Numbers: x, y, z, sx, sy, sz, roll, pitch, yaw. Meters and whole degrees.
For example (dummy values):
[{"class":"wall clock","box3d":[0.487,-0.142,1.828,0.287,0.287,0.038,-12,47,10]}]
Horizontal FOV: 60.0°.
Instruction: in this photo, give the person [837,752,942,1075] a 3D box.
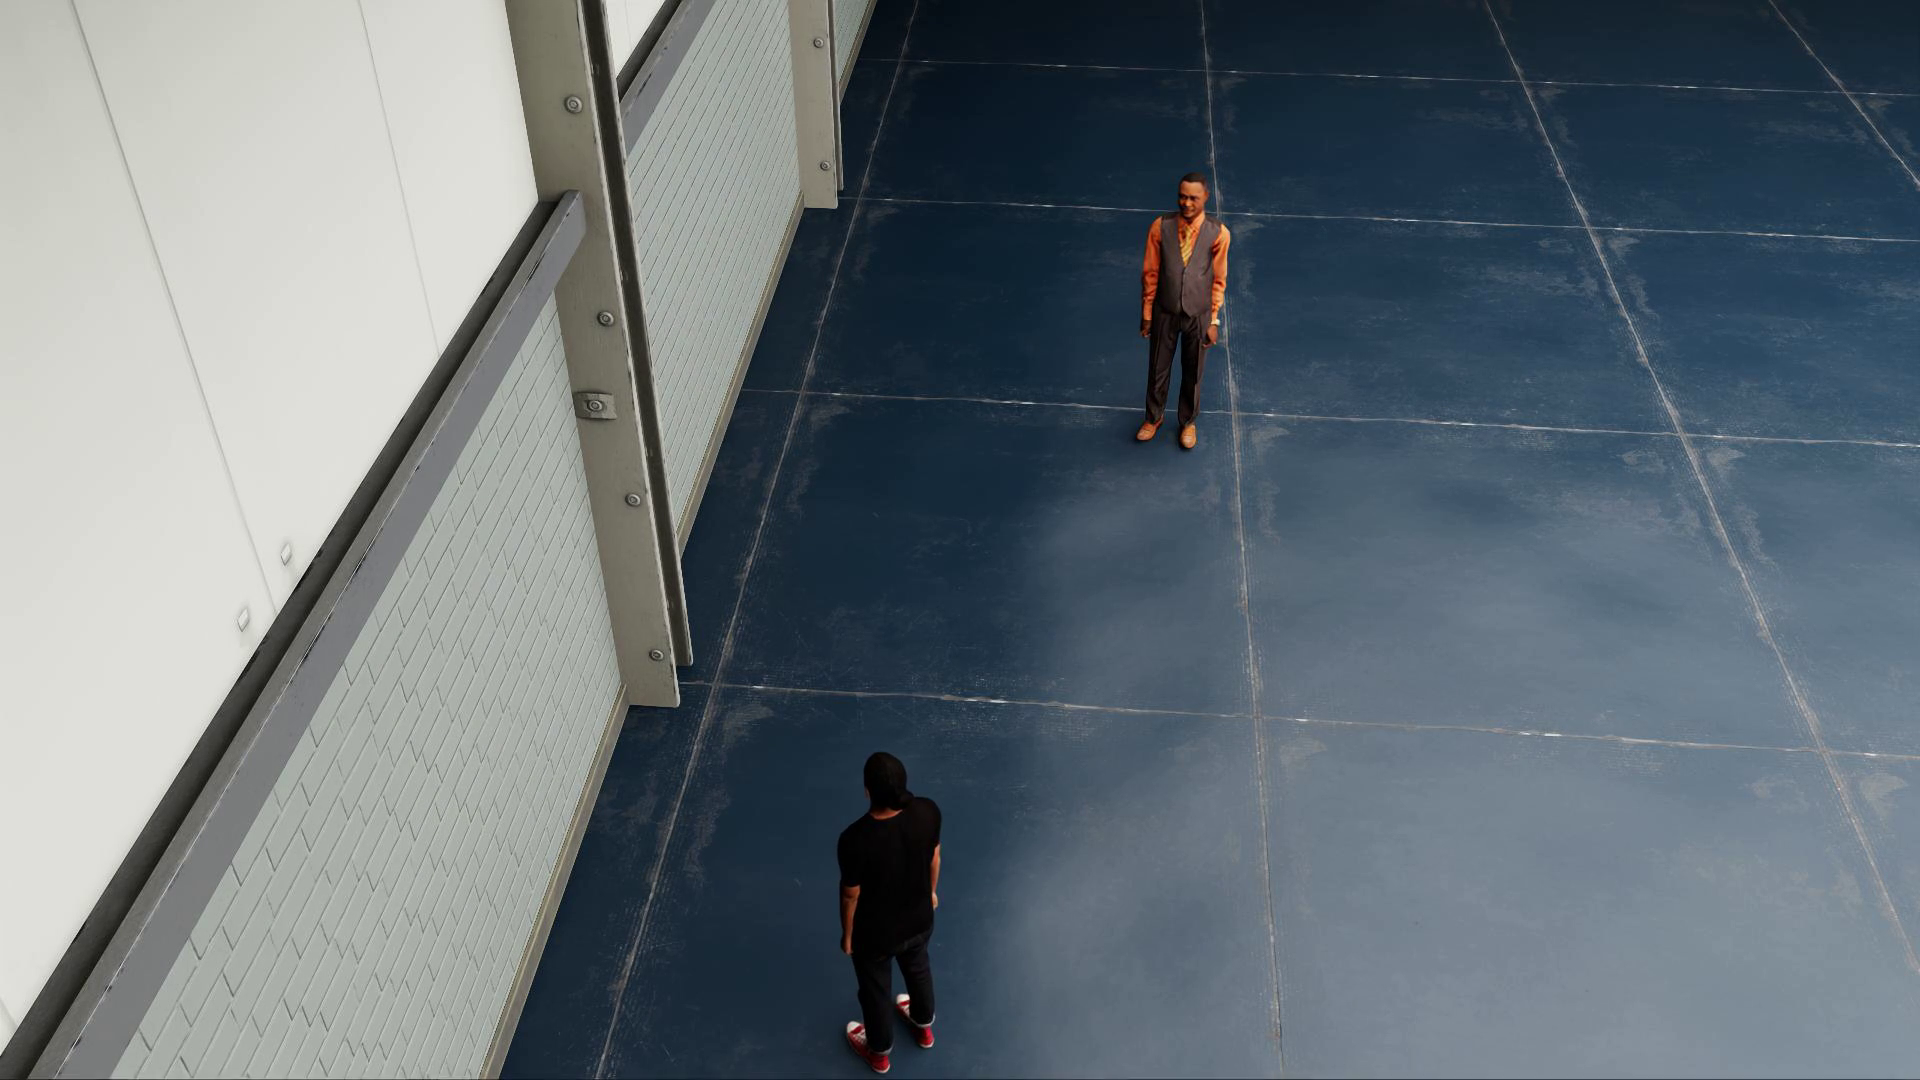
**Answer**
[{"class":"person","box3d":[-0.285,1.553,6.904,0.702,1.757,0.746,-24,44,-27]}]

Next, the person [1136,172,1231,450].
[{"class":"person","box3d":[1.421,-1.469,10.643,0.728,1.908,0.655,9,39,11]}]
